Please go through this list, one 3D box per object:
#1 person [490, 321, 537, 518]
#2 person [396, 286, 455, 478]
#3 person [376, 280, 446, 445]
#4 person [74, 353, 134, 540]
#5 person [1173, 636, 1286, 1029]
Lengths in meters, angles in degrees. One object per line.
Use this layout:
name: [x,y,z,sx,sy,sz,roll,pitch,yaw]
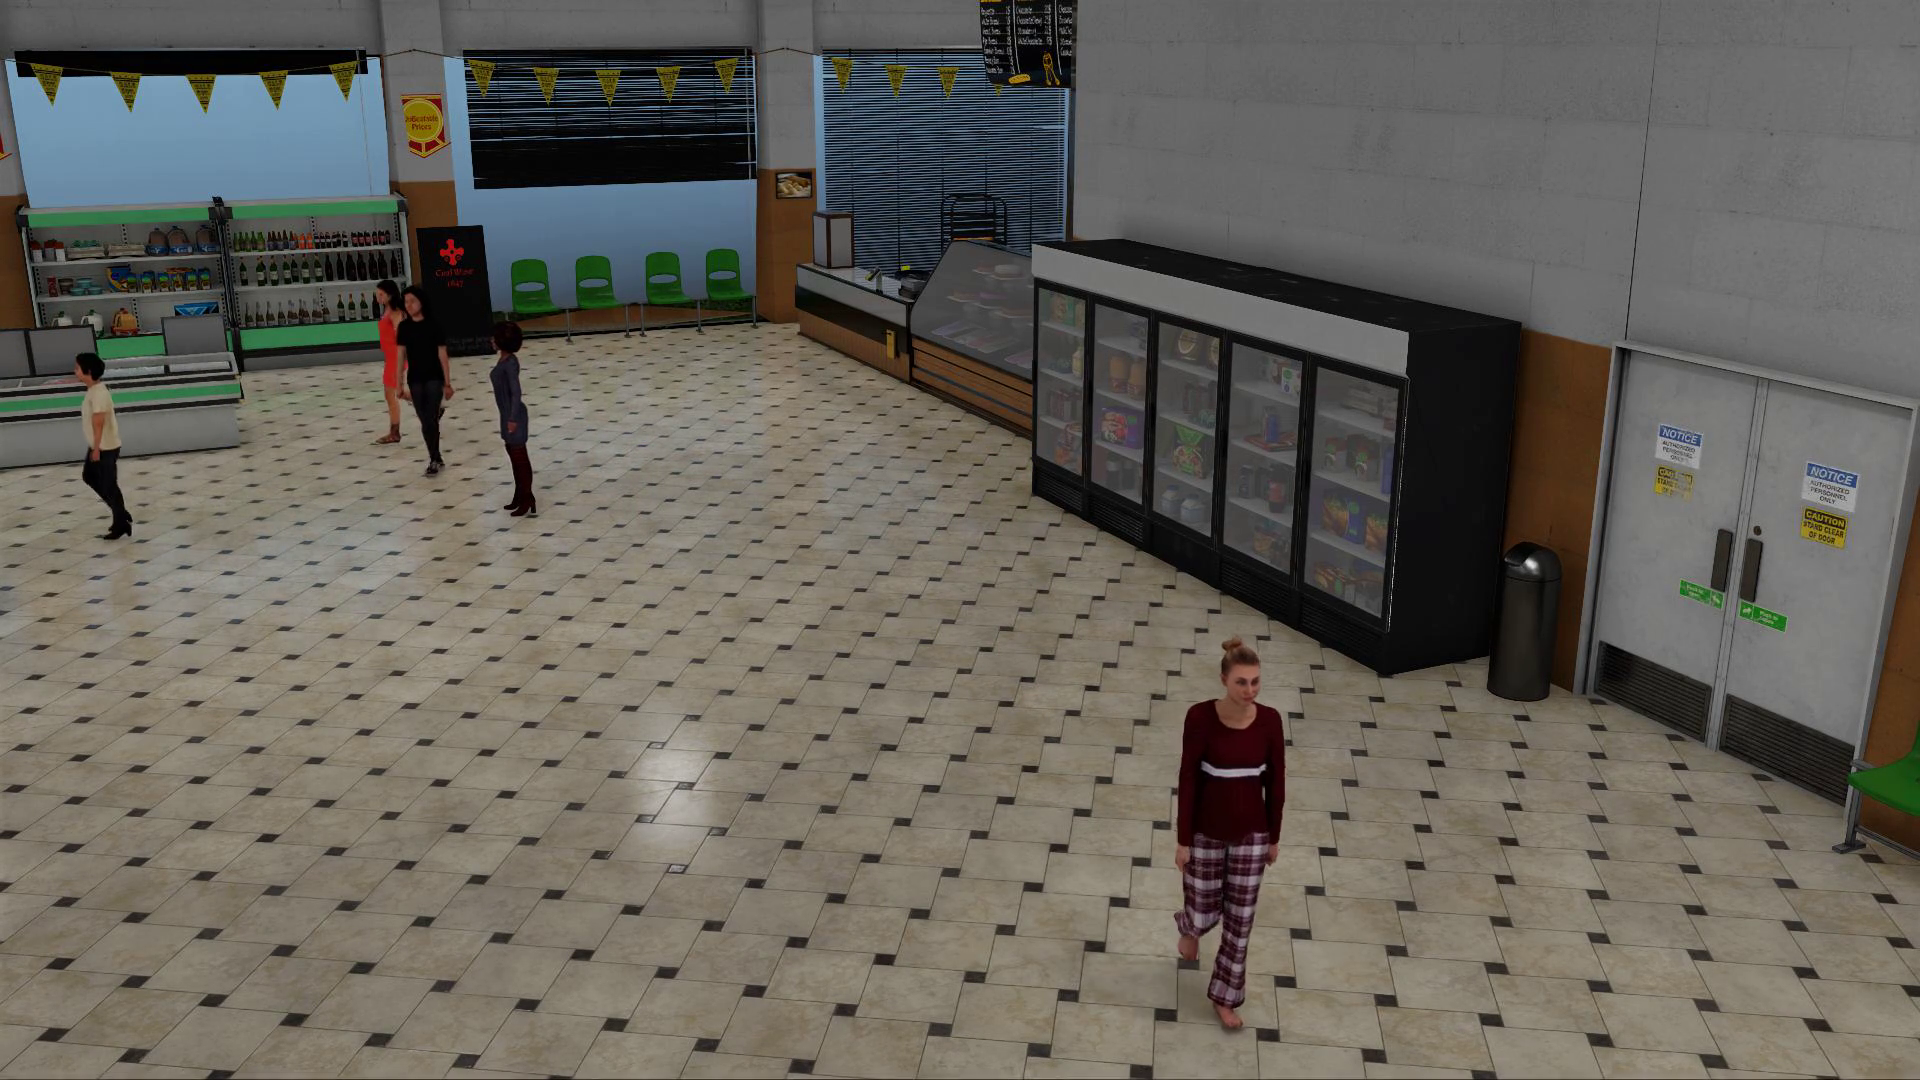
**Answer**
person: [-3.923,-1.070,14.598,0.500,1.710,0.574,-7,18,-22]
person: [-5.094,-1.549,15.996,0.812,1.816,0.880,3,17,10]
person: [-5.712,-1.818,17.090,0.994,1.694,0.671,-10,20,-30]
person: [-7.063,-0.779,13.868,0.571,1.578,0.617,-10,19,-29]
person: [1.110,1.220,7.095,0.813,1.688,0.821,-2,17,-8]
